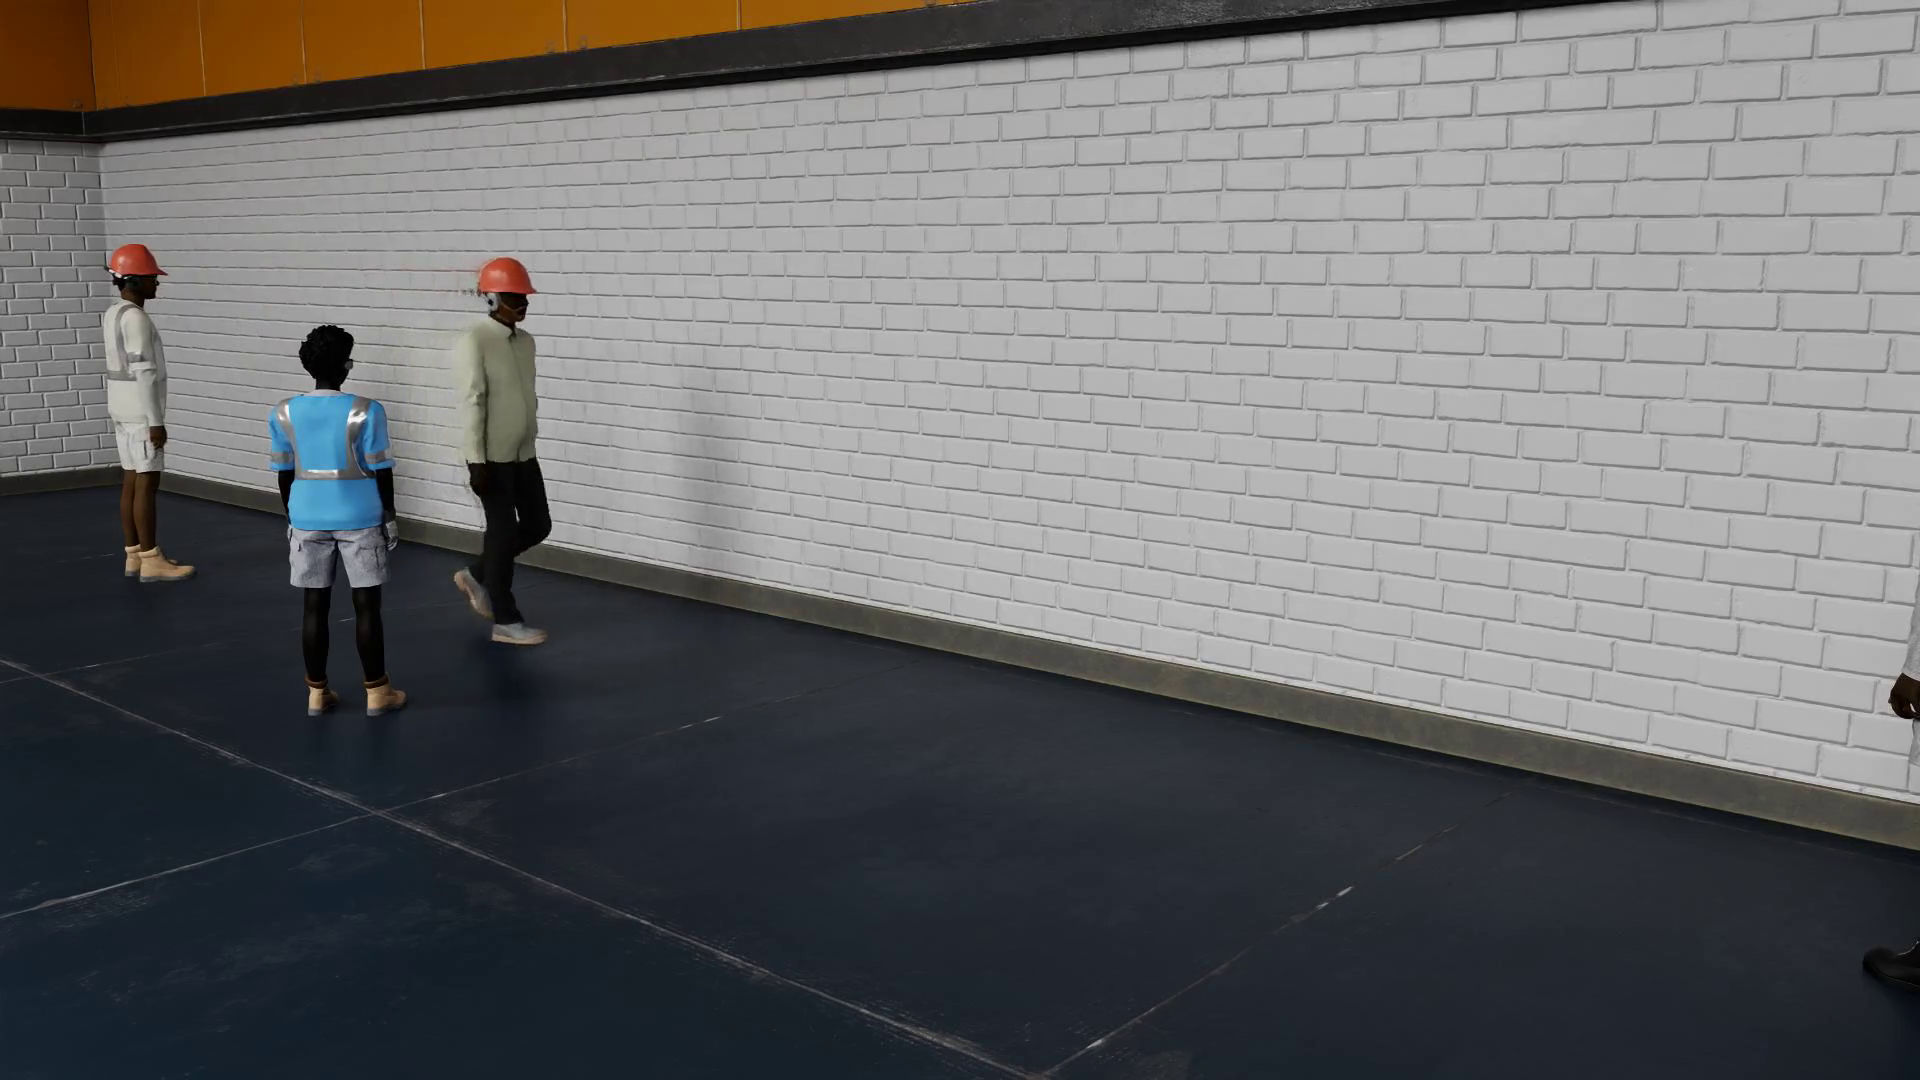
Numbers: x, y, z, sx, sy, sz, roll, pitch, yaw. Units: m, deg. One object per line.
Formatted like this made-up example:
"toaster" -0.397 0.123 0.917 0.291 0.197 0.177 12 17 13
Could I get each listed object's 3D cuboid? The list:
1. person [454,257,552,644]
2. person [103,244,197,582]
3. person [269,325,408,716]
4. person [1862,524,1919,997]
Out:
"person" -2.391 -0.452 8.545 0.568 1.981 0.630 4 11 21
"person" -4.978 -0.769 10.152 0.383 2.045 0.605 -8 13 -39
"person" -2.679 -0.074 7.180 0.535 1.697 0.318 0 10 2
"person" 2.746 0.285 4.438 0.545 1.942 0.352 -2 10 -12
